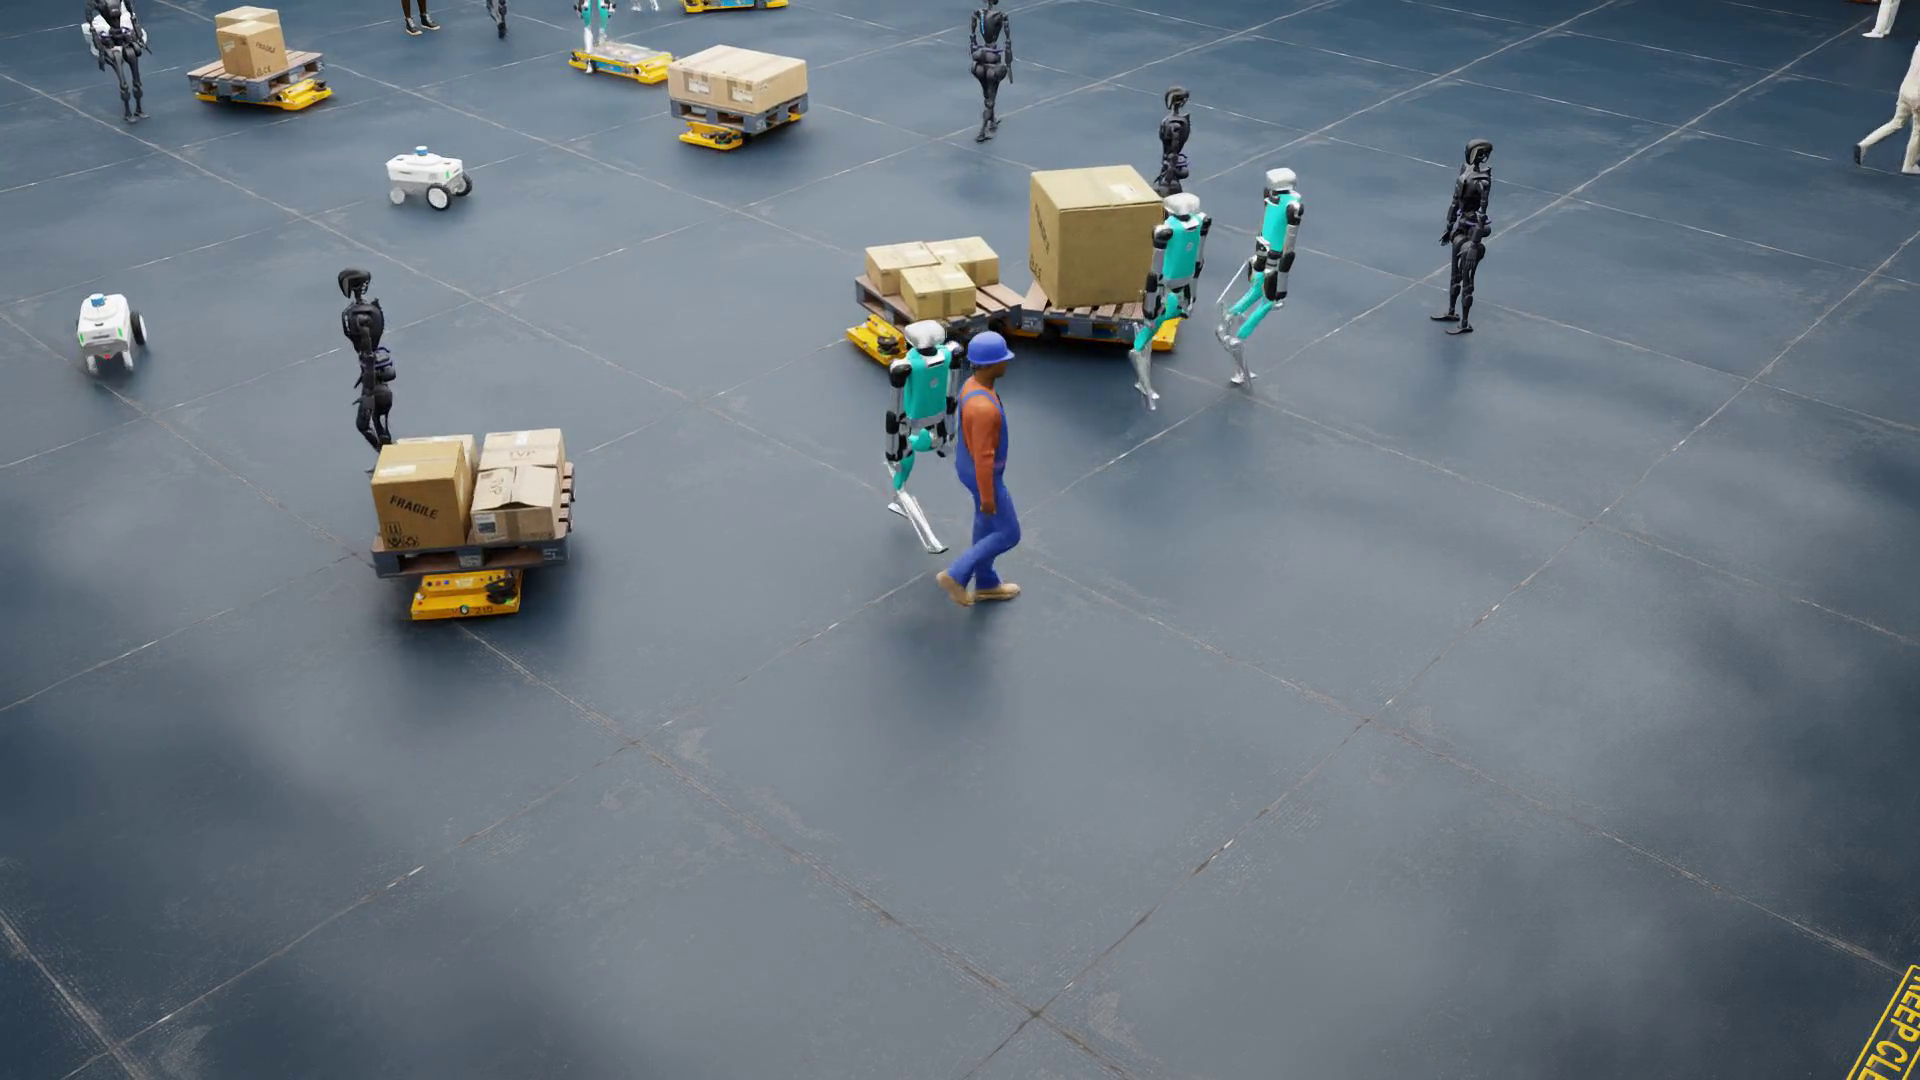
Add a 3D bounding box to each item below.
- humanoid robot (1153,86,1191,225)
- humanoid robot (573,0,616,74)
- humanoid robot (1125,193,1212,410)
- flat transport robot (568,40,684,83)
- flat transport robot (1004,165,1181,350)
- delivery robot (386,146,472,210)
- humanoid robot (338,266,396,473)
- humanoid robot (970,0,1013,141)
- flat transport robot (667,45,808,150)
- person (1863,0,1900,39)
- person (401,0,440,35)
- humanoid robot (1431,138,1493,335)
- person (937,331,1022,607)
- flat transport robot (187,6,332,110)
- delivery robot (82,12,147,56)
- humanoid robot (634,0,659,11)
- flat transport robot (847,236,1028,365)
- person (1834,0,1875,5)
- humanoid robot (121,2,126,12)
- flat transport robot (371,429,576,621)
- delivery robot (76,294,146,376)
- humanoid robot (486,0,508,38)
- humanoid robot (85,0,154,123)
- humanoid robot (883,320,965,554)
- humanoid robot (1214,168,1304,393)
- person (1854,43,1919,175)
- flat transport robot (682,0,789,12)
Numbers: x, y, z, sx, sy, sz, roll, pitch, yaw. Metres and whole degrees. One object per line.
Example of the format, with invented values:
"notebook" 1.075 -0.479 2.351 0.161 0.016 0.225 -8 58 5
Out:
"humanoid robot" 1.908 -3.308 15.153 0.328 1.652 0.589 1 32 1
"humanoid robot" -4.487 -6.552 20.426 0.546 1.886 0.783 -8 33 -12
"humanoid robot" 1.482 -1.850 12.775 0.539 1.810 0.754 -22 38 -31
"flat transport robot" -4.159 -5.975 20.776 1.431 0.231 0.659 20 37 29
"flat transport robot" 1.134 -1.888 14.195 1.431 0.231 0.659 7 33 11
"delivery robot" -5.384 -3.679 16.785 0.750 0.570 0.499 7 33 11
"humanoid robot" -4.108 -1.119 11.620 0.339 1.654 0.592 -12 34 -19
"humanoid robot" 0.369 -5.281 18.335 0.584 1.634 0.676 22 38 31
"flat transport robot" -2.456 -4.711 18.740 0.659 0.231 1.431 18 36 26
"person" 12.265 -7.428 21.814 0.514 1.639 0.309 -25 40 -35
"person" -7.262 -7.709 21.961 0.361 1.962 0.613 19 37 28
"humanoid robot" 4.233 -2.542 13.899 0.315 1.657 0.599 -4 32 -7
"person" 0.143 -0.406 10.260 0.494 1.895 0.522 -4 32 -6
"flat transport robot" -8.285 -5.356 19.778 1.431 0.231 0.659 10 33 15
"delivery robot" -10.942 -6.579 21.479 0.513 0.597 0.768 7 32 11
"humanoid robot" -4.403 -8.163 22.970 0.733 1.837 0.530 16 35 24
"flat transport robot" -0.182 -1.836 14.110 1.431 0.231 0.659 -18 36 -27
"person" 12.738 -8.479 23.268 0.661 1.888 0.671 25 40 34
"humanoid robot" -11.472 -7.846 22.458 0.555 1.839 0.771 -23 39 -33
"flat transport robot" -3.183 0.045 11.082 0.659 0.231 1.431 -4 32 -7
"delivery robot" -7.023 -1.738 13.680 0.499 0.592 0.774 -11 34 -18
"humanoid robot" -6.105 -7.467 21.853 0.603 1.630 0.612 -15 35 -23
"humanoid robot" -9.452 -5.569 18.785 0.389 1.653 0.615 22 38 32
"humanoid robot" -0.353 -0.719 10.914 0.538 1.706 1.048 -20 37 -29
"humanoid robot" 2.258 -1.985 12.991 0.692 1.813 0.553 -8 33 -12
"person" 9.874 -4.622 17.265 0.686 1.667 0.471 -1 32 -2
"flat transport robot" -3.185 -7.667 23.500 1.431 0.231 0.659 -8 33 -12
